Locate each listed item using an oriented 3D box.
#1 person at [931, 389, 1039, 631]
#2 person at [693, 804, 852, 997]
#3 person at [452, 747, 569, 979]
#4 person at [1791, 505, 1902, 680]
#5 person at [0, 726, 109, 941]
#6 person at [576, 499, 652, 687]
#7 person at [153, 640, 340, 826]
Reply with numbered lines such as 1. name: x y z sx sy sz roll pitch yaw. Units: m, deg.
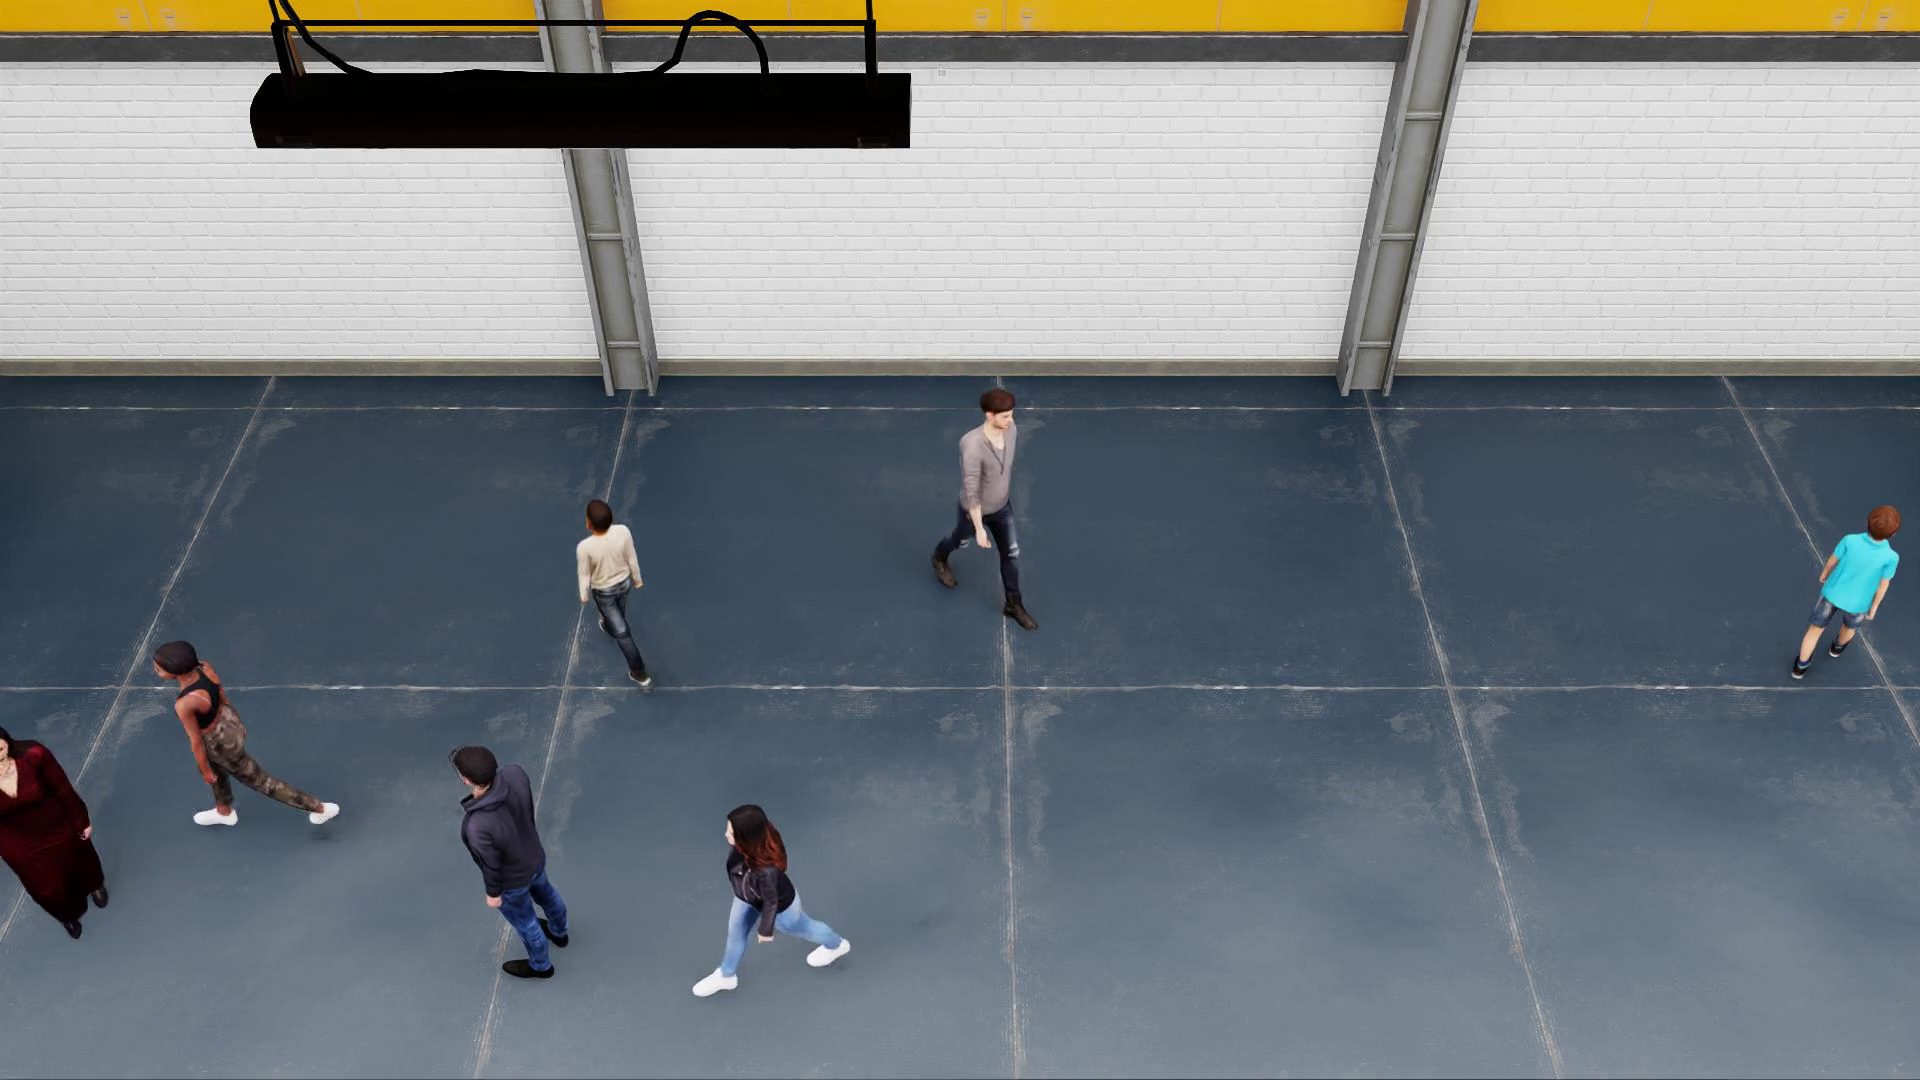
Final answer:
1. person: 0.090 -0.278 11.282 1.248 1.856 1.255 -30 51 -28
2. person: -0.972 1.954 9.141 1.244 1.577 0.957 -16 46 -16
3. person: -2.436 1.769 9.107 0.687 1.893 0.737 12 45 12
4. person: 5.799 0.381 10.899 0.850 1.431 0.879 29 51 27
5. person: -5.246 1.548 9.454 0.794 1.735 0.866 -25 49 -24
6. person: -2.256 0.354 10.921 0.981 1.439 1.000 -30 51 -28
7. person: -4.273 1.210 9.863 1.163 1.660 0.600 -1 44 -1
